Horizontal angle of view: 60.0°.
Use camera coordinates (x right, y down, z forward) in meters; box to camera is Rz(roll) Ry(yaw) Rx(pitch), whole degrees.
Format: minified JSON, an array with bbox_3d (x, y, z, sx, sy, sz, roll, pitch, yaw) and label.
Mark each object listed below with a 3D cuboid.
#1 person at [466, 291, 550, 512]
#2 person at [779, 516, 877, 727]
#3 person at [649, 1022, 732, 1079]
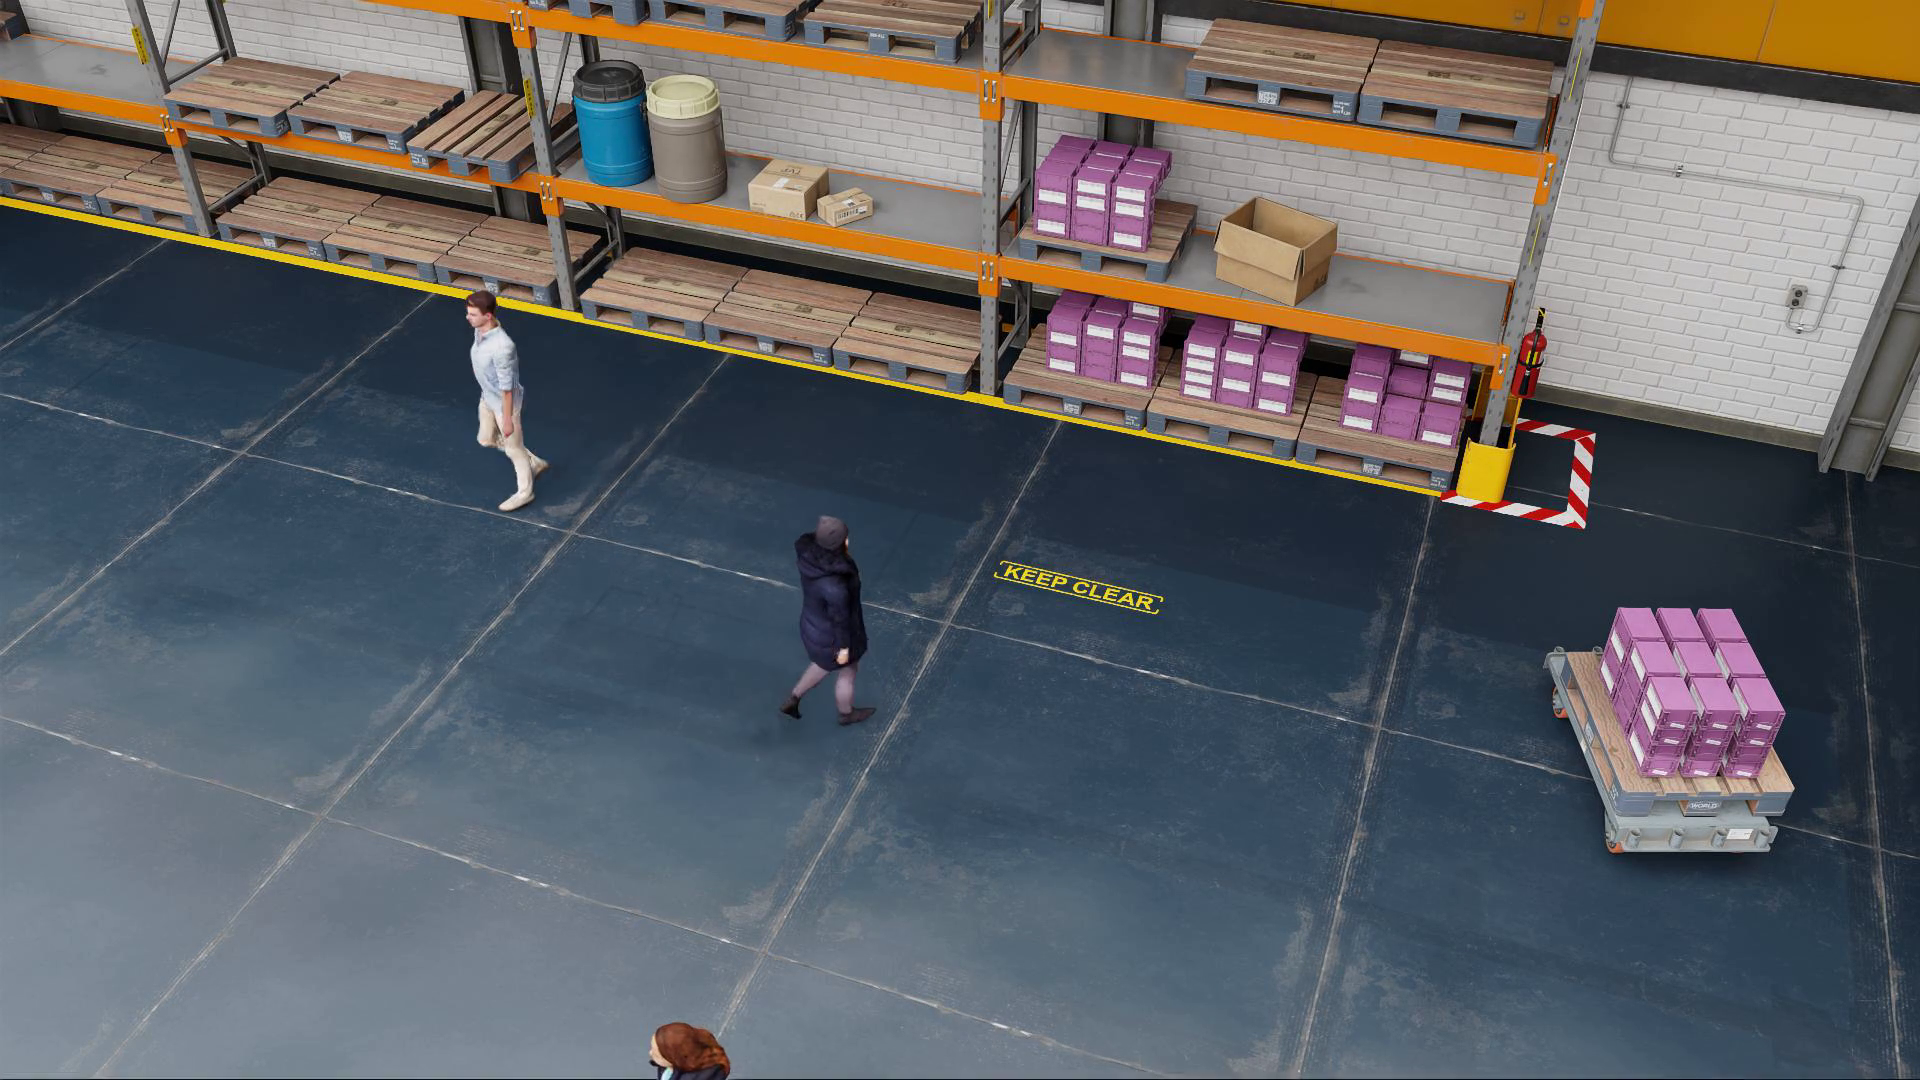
[{"bbox_3d":[-3.280,-1.044,12.215,0.891,1.841,0.823,-22,44,-25],"label":"person"},{"bbox_3d":[-0.876,0.563,10.349,1.004,1.658,0.948,-15,41,-18],"label":"person"},{"bbox_3d":[-1.165,2.724,7.798,1.068,1.463,0.910,-8,39,-10],"label":"person"}]
